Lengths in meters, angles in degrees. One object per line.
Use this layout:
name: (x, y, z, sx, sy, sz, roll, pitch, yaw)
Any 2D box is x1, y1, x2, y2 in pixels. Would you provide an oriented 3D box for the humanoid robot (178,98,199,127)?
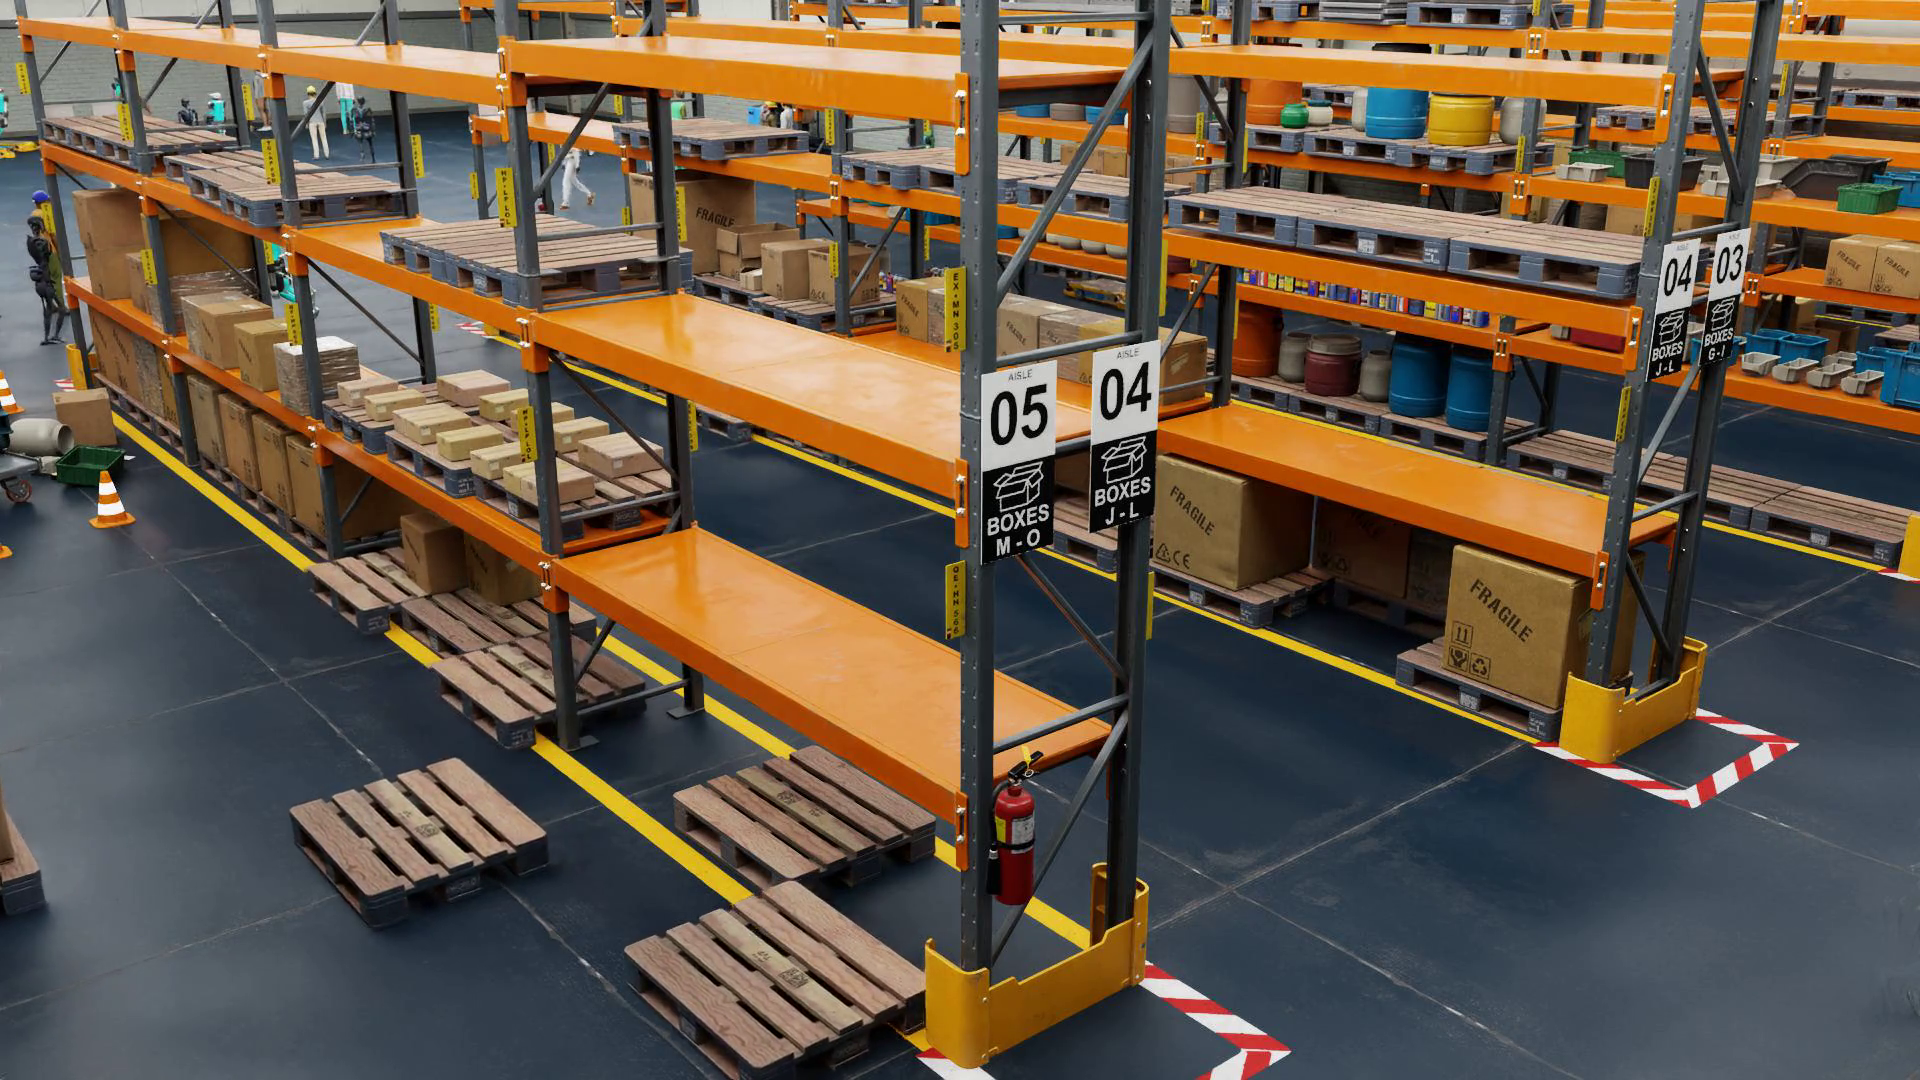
humanoid robot: (-17.891, -9.430, 38.644, 0.335, 1.651, 0.600, 10, 22, 26)

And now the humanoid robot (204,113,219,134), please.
humanoid robot: (-15.691, -8.201, 35.185, 0.676, 1.630, 0.593, -3, 20, -9)

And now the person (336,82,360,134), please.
person: (-17.237, -12.378, 46.689, 0.488, 1.912, 0.371, 2, 19, 6)

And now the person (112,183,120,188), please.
person: (-15.743, -6.875, 31.139, 0.521, 1.847, 0.998, 2, 19, 5)

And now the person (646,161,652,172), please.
person: (-5.059, -5.946, 28.302, 0.600, 1.966, 0.369, 17, 25, 39)

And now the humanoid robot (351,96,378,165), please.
humanoid robot: (-14.168, -9.708, 39.489, 0.591, 1.630, 0.735, -3, 20, -9)

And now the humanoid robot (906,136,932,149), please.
humanoid robot: (-0.944, -6.845, 31.226, 0.559, 1.763, 0.885, 14, 24, 34)

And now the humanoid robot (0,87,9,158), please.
humanoid robot: (-23.720, -10.173, 40.710, 0.592, 1.754, 0.938, 5, 20, 15)

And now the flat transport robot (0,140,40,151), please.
flat transport robot: (-24.431, -10.106, 42.698, 1.431, 0.231, 0.659, 2, 19, 7)

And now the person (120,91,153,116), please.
person: (-21.548, -11.197, 43.476, 0.944, 1.800, 0.808, 8, 21, 22)

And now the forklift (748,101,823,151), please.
forklift: (-4.526, -11.368, 42.374, 1.129, 2.768, 1.873, -15, 24, -37)

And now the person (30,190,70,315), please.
person: (-12.624, -3.984, 23.089, 0.447, 1.718, 0.358, 10, 22, 26)

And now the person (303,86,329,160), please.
person: (-15.767, -10.193, 40.690, 0.525, 1.765, 0.326, -15, 24, -36)

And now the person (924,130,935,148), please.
person: (-0.679, -7.424, 32.841, 0.470, 1.743, 0.347, -18, 26, -41)

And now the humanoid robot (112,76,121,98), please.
humanoid robot: (-22.152, -11.270, 43.841, 0.534, 1.833, 0.683, 4, 20, 11)

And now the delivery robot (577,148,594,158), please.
delivery robot: (-9.514, -9.805, 41.433, 0.499, 0.609, 0.780, 8, 21, 22)

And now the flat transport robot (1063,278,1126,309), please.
flat transport robot: (2.188, -3.568, 24.091, 0.659, 0.231, 1.431, -13, 23, -33)

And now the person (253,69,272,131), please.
person: (-19.967, -12.667, 47.567, 0.389, 1.876, 0.508, 5, 20, 14)

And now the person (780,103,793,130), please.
person: (-3.777, -8.827, 36.608, 0.356, 1.896, 0.559, 9, 21, 25)

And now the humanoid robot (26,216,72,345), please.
humanoid robot: (-11.700, -3.313, 21.246, 0.362, 1.649, 0.605, -12, 23, -30)

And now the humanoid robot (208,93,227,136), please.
humanoid robot: (-17.680, -9.622, 39.187, 1.023, 1.762, 0.532, 5, 20, 14)

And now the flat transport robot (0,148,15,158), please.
flat transport robot: (-24.106, -9.501, 40.976, 1.431, 0.231, 0.659, -10, 22, -27)

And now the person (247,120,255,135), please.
person: (-19.760, -11.906, 45.671, 0.535, 1.683, 0.543, 12, 23, 31)

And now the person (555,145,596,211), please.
person: (-7.603, -7.431, 32.712, 0.849, 1.849, 0.618, -13, 23, -33)

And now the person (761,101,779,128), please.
person: (-4.242, -9.004, 37.339, 0.467, 1.741, 0.536, -9, 21, -25)

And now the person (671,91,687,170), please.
person: (-6.410, -9.370, 38.032, 0.408, 1.978, 0.486, -17, 25, -39)

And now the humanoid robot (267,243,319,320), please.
humanoid robot: (-8.363, -3.263, 20.862, 0.713, 1.703, 0.530, -2, 19, -6)
